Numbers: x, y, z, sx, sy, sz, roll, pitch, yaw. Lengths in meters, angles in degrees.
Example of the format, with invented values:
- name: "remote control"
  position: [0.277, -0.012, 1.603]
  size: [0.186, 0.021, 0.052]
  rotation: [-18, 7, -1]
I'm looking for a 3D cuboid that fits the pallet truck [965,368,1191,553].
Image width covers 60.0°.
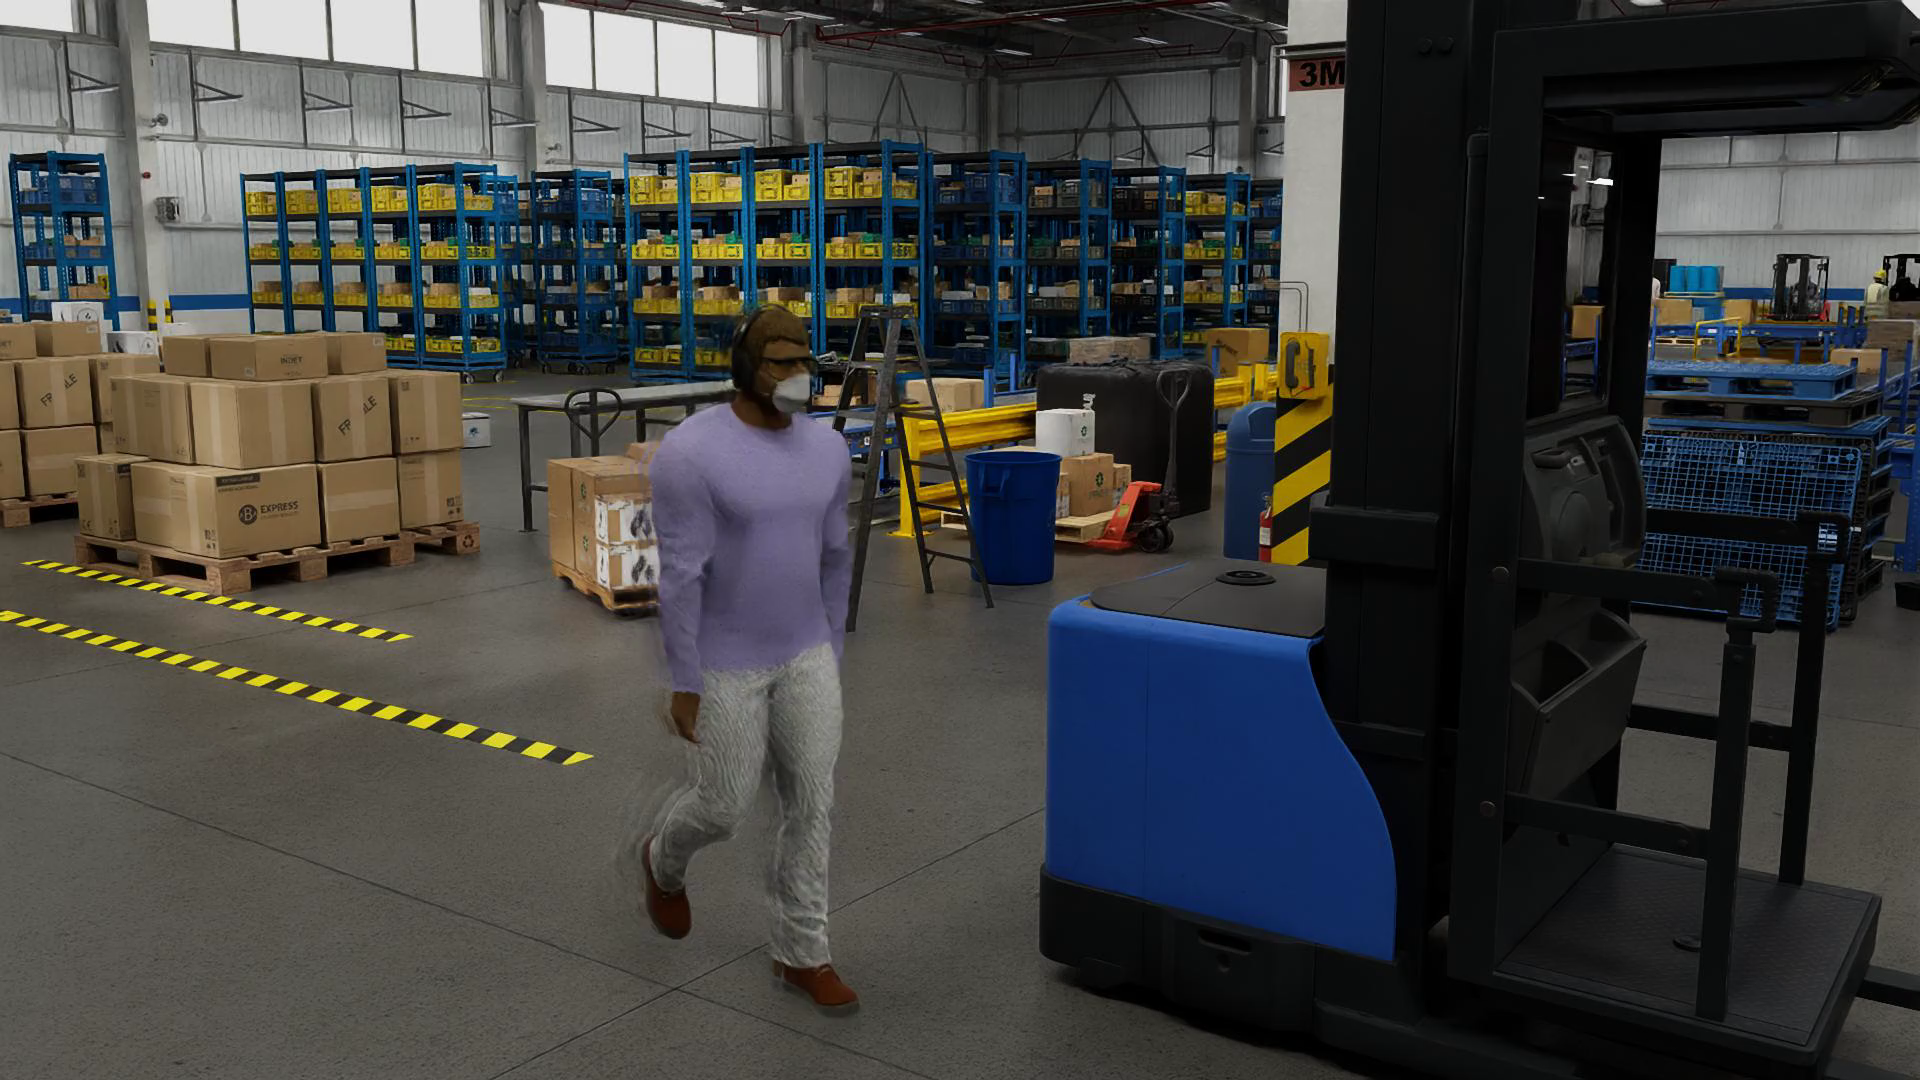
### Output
- name: "pallet truck"
  position: [0.845, -0.609, 11.869]
  size: [1.630, 1.274, 0.653]
  rotation: [7, 12, 35]

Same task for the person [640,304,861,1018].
- name: "person"
  position: [-0.595, 0.311, 4.568]
  size: [0.636, 1.916, 0.755]
  rotation: [-8, 12, -39]

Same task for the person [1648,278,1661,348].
- name: "person"
  position: [15.939, -5.424, 38.730]
  size: [0.642, 1.913, 0.408]
  rotation: [0, 10, 2]

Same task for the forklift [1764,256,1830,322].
- name: "forklift"
  position: [20.253, -5.854, 40.139]
  size: [1.157, 1.987, 2.680]
  rotation: [7, 12, 35]

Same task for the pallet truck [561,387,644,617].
- name: "pallet truck"
  position: [-1.981, -0.274, 10.088]
  size: [0.680, 1.201, 1.601]
  rotation: [-5, 11, -28]

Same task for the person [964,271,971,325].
- name: "person"
  position: [0.130, -5.064, 36.890]
  size: [0.576, 1.815, 0.903]
  rotation: [8, 12, 40]

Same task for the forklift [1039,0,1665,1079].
- name: "forklift"
  position: [1.249, -0.137, 4.360]
  size: [1.873, 2.768, 1.129]
  rotation: [7, 12, 35]

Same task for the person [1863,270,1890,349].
- name: "person"
  position: [19.439, -4.797, 35.235]
  size: [0.404, 1.828, 0.603]
  rotation: [-3, 10, -18]

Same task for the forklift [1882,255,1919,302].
- name: "forklift"
  position: [22.089, -5.634, 38.796]
  size: [1.157, 1.987, 2.680]
  rotation: [6, 11, 33]
